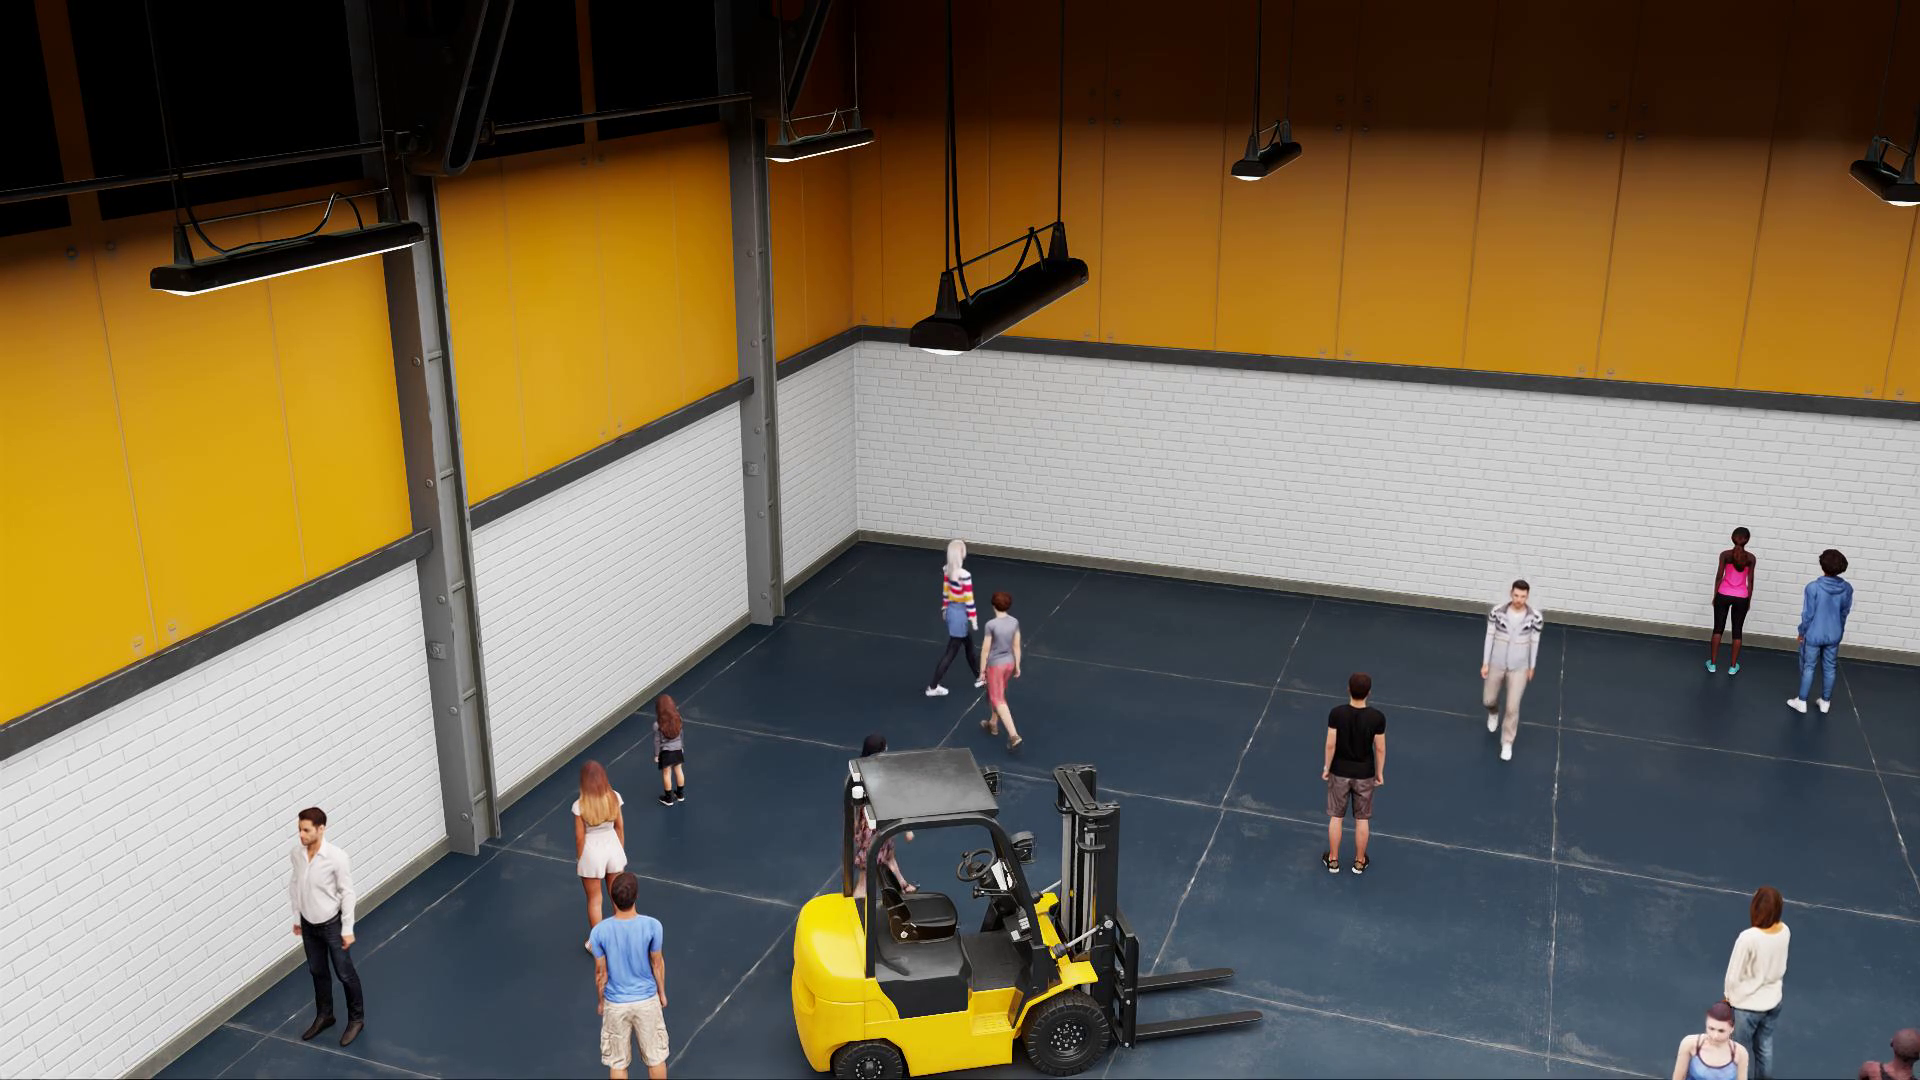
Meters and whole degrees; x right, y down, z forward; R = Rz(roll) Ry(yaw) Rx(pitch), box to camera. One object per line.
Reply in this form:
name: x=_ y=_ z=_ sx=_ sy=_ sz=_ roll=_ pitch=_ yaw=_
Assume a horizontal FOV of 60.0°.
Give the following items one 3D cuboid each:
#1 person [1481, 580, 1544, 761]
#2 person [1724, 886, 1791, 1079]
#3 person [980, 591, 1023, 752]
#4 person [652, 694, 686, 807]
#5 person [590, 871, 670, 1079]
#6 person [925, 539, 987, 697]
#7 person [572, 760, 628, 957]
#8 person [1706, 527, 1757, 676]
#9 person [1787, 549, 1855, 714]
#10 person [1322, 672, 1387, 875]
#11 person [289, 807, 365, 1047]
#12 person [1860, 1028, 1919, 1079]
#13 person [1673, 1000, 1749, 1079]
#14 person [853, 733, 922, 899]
person: x=5.560 y=1.239 z=16.858 sx=0.704 sy=1.836 sz=0.972 roll=7 pitch=20 yaw=20
person: x=5.470 y=3.157 z=11.416 sx=0.706 sy=1.674 sz=0.762 roll=-8 pitch=20 yaw=-23
person: x=0.439 y=1.343 z=16.882 sx=1.082 sy=1.623 sz=1.092 roll=-10 pitch=21 yaw=-28
person: x=-2.760 y=1.979 z=15.805 sx=0.503 sy=1.107 sz=0.598 roll=-15 pitch=24 yaw=-37
person: x=-2.225 y=3.108 z=11.266 sx=0.730 sy=1.863 sz=0.737 roll=-4 pitch=19 yaw=-11
person: x=-0.090 y=0.883 z=18.027 sx=1.188 sy=1.765 sz=1.123 roll=-9 pitch=21 yaw=-25
person: x=-2.865 y=2.524 z=13.261 sx=0.661 sy=1.696 sz=0.730 roll=-11 pitch=21 yaw=-29
person: x=8.692 y=0.669 z=18.727 sx=0.557 sy=1.723 sz=0.562 roll=8 pitch=20 yaw=23
person: x=9.181 y=0.968 z=17.702 sx=0.728 sy=1.811 sz=0.662 roll=1 pitch=19 yaw=4
person: x=3.411 y=2.022 z=14.495 sx=0.723 sy=1.861 sz=0.623 roll=3 pitch=19 yaw=10
person: x=-4.648 y=2.799 z=12.171 sx=0.668 sy=1.871 sz=0.543 roll=5 pitch=19 yaw=16
person: x=5.370 y=3.675 z=9.807 sx=0.913 sy=1.720 sz=1.235 roll=17 pitch=25 yaw=41
person: x=4.643 y=3.548 z=10.386 sx=0.589 sy=1.591 sz=0.689 roll=8 pitch=20 yaw=24
person: x=-0.739 y=2.443 z=13.456 sx=1.237 sy=1.726 sz=0.977 roll=-17 pitch=25 yaw=-41
